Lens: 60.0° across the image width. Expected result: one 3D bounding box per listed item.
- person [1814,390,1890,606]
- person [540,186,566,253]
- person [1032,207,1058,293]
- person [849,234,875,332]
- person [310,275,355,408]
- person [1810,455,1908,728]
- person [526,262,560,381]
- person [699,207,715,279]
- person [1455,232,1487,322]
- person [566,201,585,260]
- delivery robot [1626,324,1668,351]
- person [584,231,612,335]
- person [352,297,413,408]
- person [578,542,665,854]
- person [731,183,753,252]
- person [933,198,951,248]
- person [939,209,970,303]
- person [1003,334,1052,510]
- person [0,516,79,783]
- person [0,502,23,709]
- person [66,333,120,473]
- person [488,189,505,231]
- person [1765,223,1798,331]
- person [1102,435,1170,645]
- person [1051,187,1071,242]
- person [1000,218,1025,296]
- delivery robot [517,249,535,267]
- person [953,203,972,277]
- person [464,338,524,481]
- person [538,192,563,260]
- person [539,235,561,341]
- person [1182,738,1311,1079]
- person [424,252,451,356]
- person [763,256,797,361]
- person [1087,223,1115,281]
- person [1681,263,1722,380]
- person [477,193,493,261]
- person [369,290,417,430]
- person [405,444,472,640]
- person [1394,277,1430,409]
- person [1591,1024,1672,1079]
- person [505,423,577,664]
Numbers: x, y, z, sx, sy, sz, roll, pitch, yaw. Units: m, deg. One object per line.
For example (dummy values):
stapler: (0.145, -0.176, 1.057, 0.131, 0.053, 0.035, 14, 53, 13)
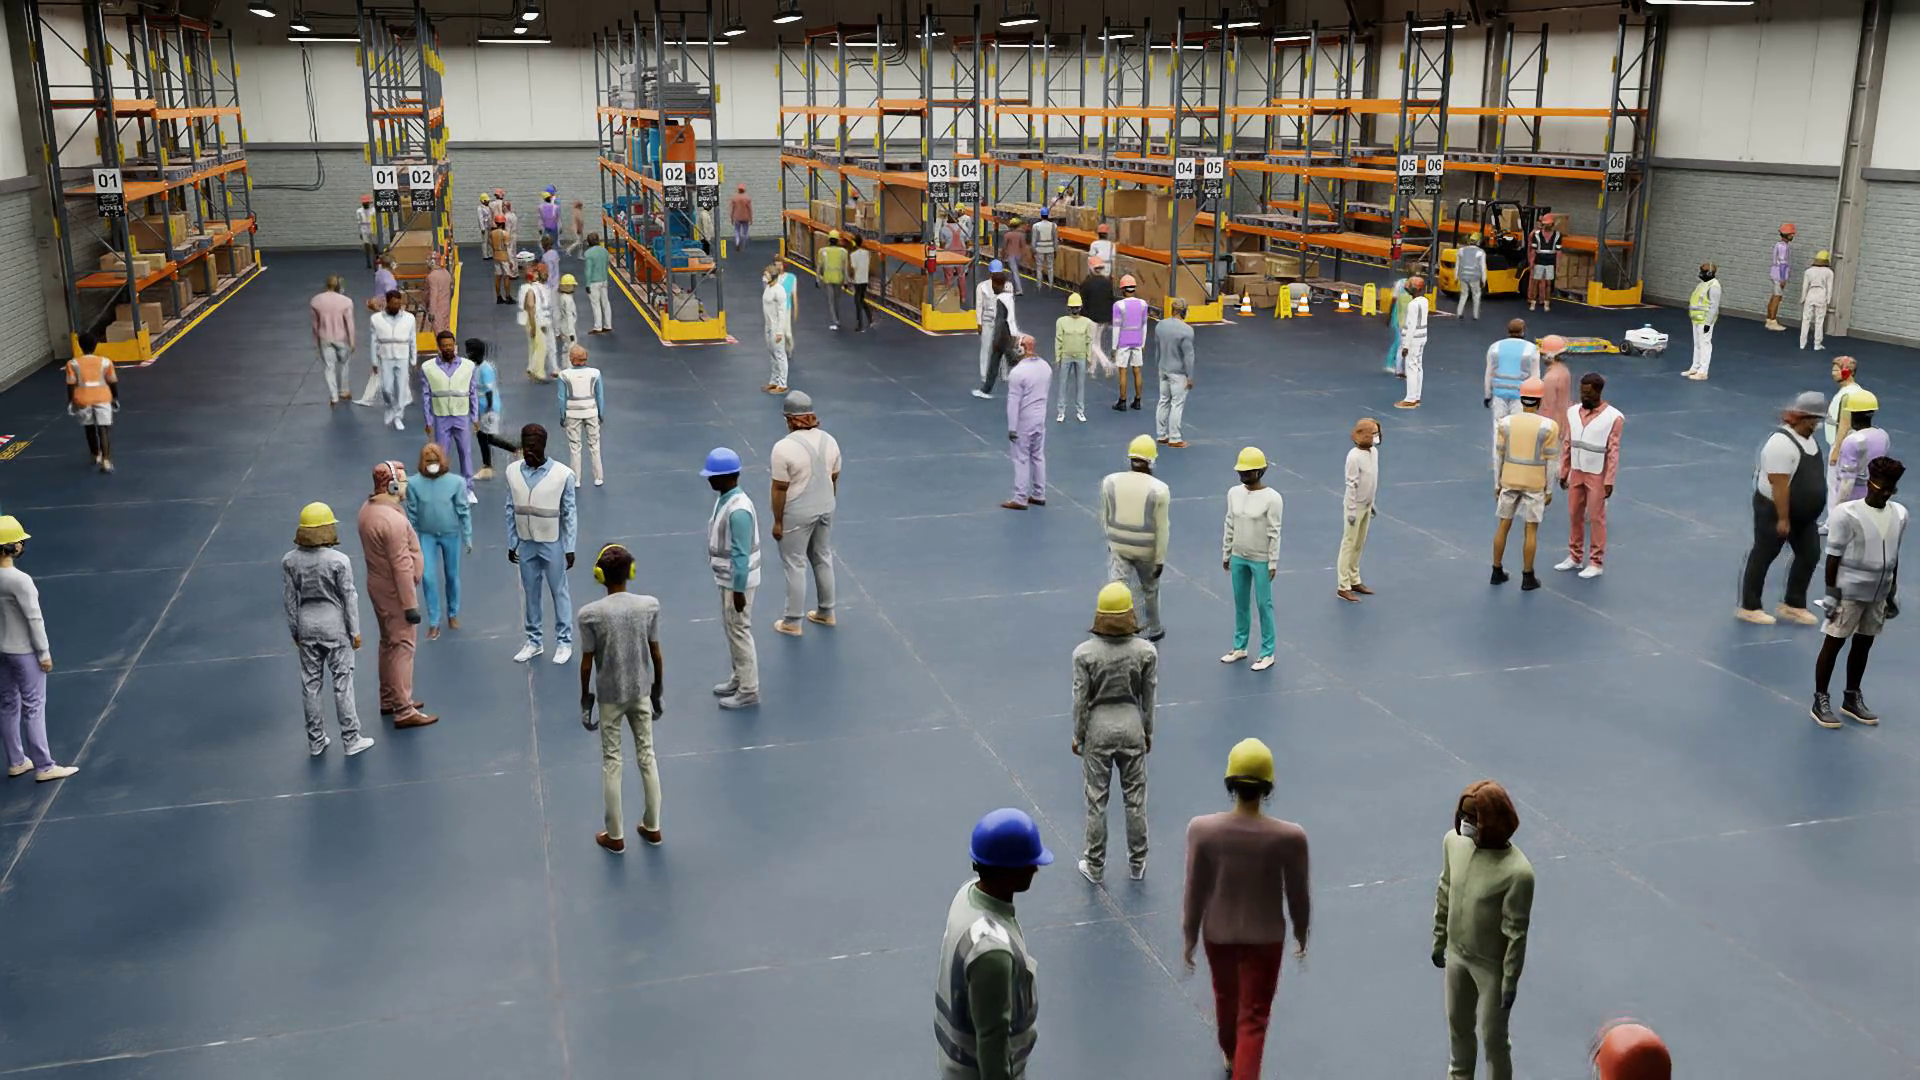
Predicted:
person: (7.752, -0.338, 14.434, 0.590, 1.923, 0.383, -9, 18, -32)
person: (-11.735, -9.194, 47.787, 0.633, 1.898, 0.846, 12, 19, 39)
person: (1.935, -6.611, 37.992, 0.605, 1.948, 0.388, -2, 15, -7)
person: (-1.905, -4.896, 31.746, 0.416, 1.849, 0.522, 12, 19, 38)
person: (-9.033, -2.890, 24.111, 0.619, 1.883, 0.867, -3, 15, -10)
person: (6.366, 0.361, 11.738, 0.600, 1.958, 0.379, -3, 15, -12)
person: (-6.582, -3.427, 26.165, 0.544, 1.879, 0.631, 3, 15, 11)
person: (-6.252, -7.466, 41.148, 0.401, 1.986, 0.608, -2, 15, -8)
person: (10.166, -5.218, 33.069, 0.630, 1.804, 0.507, 10, 18, 34)
person: (-10.570, -8.523, 45.812, 0.495, 1.611, 0.575, -2, 15, -8)
delivery robot: (11.846, -3.476, 28.684, 0.477, 0.478, 0.707, -6, 16, -23)
person: (-6.843, -4.843, 31.383, 0.368, 1.930, 0.628, 7, 17, 25)
person: (-8.328, -2.684, 23.888, 0.849, 1.582, 0.525, -7, 16, -24)
person: (-1.985, 0.929, 9.787, 0.507, 1.863, 0.331, -8, 17, -28)
person: (-6.305, -9.310, 48.105, 0.645, 1.969, 0.436, -1, 15, -2)
person: (-0.538, -9.611, 49.504, 0.635, 1.835, 0.430, -10, 18, -33)
person: (-0.154, -6.185, 36.211, 0.680, 2.000, 0.536, -4, 16, -16)
person: (0.711, -1.278, 18.022, 0.400, 1.905, 0.649, 13, 20, 40)
person: (-6.098, 0.709, 10.798, 0.522, 1.768, 0.312, 7, 16, 25)
person: (-7.037, 0.308, 11.871, 0.400, 1.989, 0.623, 7, 16, 24)
person: (-10.369, -1.647, 19.903, 0.576, 1.635, 0.875, -7, 17, -26)
person: (-12.423, -8.500, 45.023, 0.608, 1.988, 0.392, 2, 15, 7)
person: (15.764, -5.046, 31.921, 0.374, 2.044, 0.605, 4, 15, 15)
person: (1.387, 0.051, 13.231, 0.590, 1.794, 0.900, 7, 16, 24)
person: (2.945, -9.287, 48.205, 0.589, 1.868, 1.026, -2, 15, -9)
person: (1.188, -6.423, 37.730, 0.516, 1.703, 0.917, -9, 17, -31)
delivery robot: (-11.274, -7.294, 43.053, 0.477, 0.478, 0.707, 1, 15, 5)
person: (0.006, -7.502, 41.566, 0.600, 1.830, 0.404, 12, 19, 38)
person: (-5.436, -1.527, 19.376, 0.579, 1.675, 0.562, -10, 18, -32)
person: (-11.173, -8.529, 45.333, 0.656, 1.887, 0.788, 0, 15, 1)
person: (-7.530, -4.628, 30.547, 0.372, 1.940, 0.632, -1, 15, -4)
person: (1.225, 1.692, 7.182, 0.531, 1.721, 0.915, 5, 16, 16)
person: (-8.648, -3.811, 27.528, 0.409, 1.913, 0.647, 1, 15, 4)
person: (-3.001, -3.835, 27.779, 0.575, 1.831, 0.474, 1, 15, 3)
person: (2.894, -5.432, 33.629, 0.544, 1.913, 0.850, -5, 16, -18)
person: (11.776, -3.470, 26.378, 0.429, 1.845, 0.622, 1, 15, 5)
person: (-12.969, -8.566, 45.571, 0.404, 1.833, 0.592, 2, 15, 7)
person: (-7.584, -2.415, 22.324, 0.604, 1.889, 0.445, -6, 16, -21)
person: (-4.289, 0.015, 13.711, 0.520, 1.602, 0.746, -4, 15, -13)
person: (6.509, -2.830, 23.891, 0.356, 1.883, 0.573, 10, 18, 32)
person: (2.004, 2.257, 5.068, 0.585, 1.701, 0.883, 0, 15, -1)
person: (-3.286, 0.021, 13.094, 0.589, 1.920, 0.392, 3, 15, 13)
